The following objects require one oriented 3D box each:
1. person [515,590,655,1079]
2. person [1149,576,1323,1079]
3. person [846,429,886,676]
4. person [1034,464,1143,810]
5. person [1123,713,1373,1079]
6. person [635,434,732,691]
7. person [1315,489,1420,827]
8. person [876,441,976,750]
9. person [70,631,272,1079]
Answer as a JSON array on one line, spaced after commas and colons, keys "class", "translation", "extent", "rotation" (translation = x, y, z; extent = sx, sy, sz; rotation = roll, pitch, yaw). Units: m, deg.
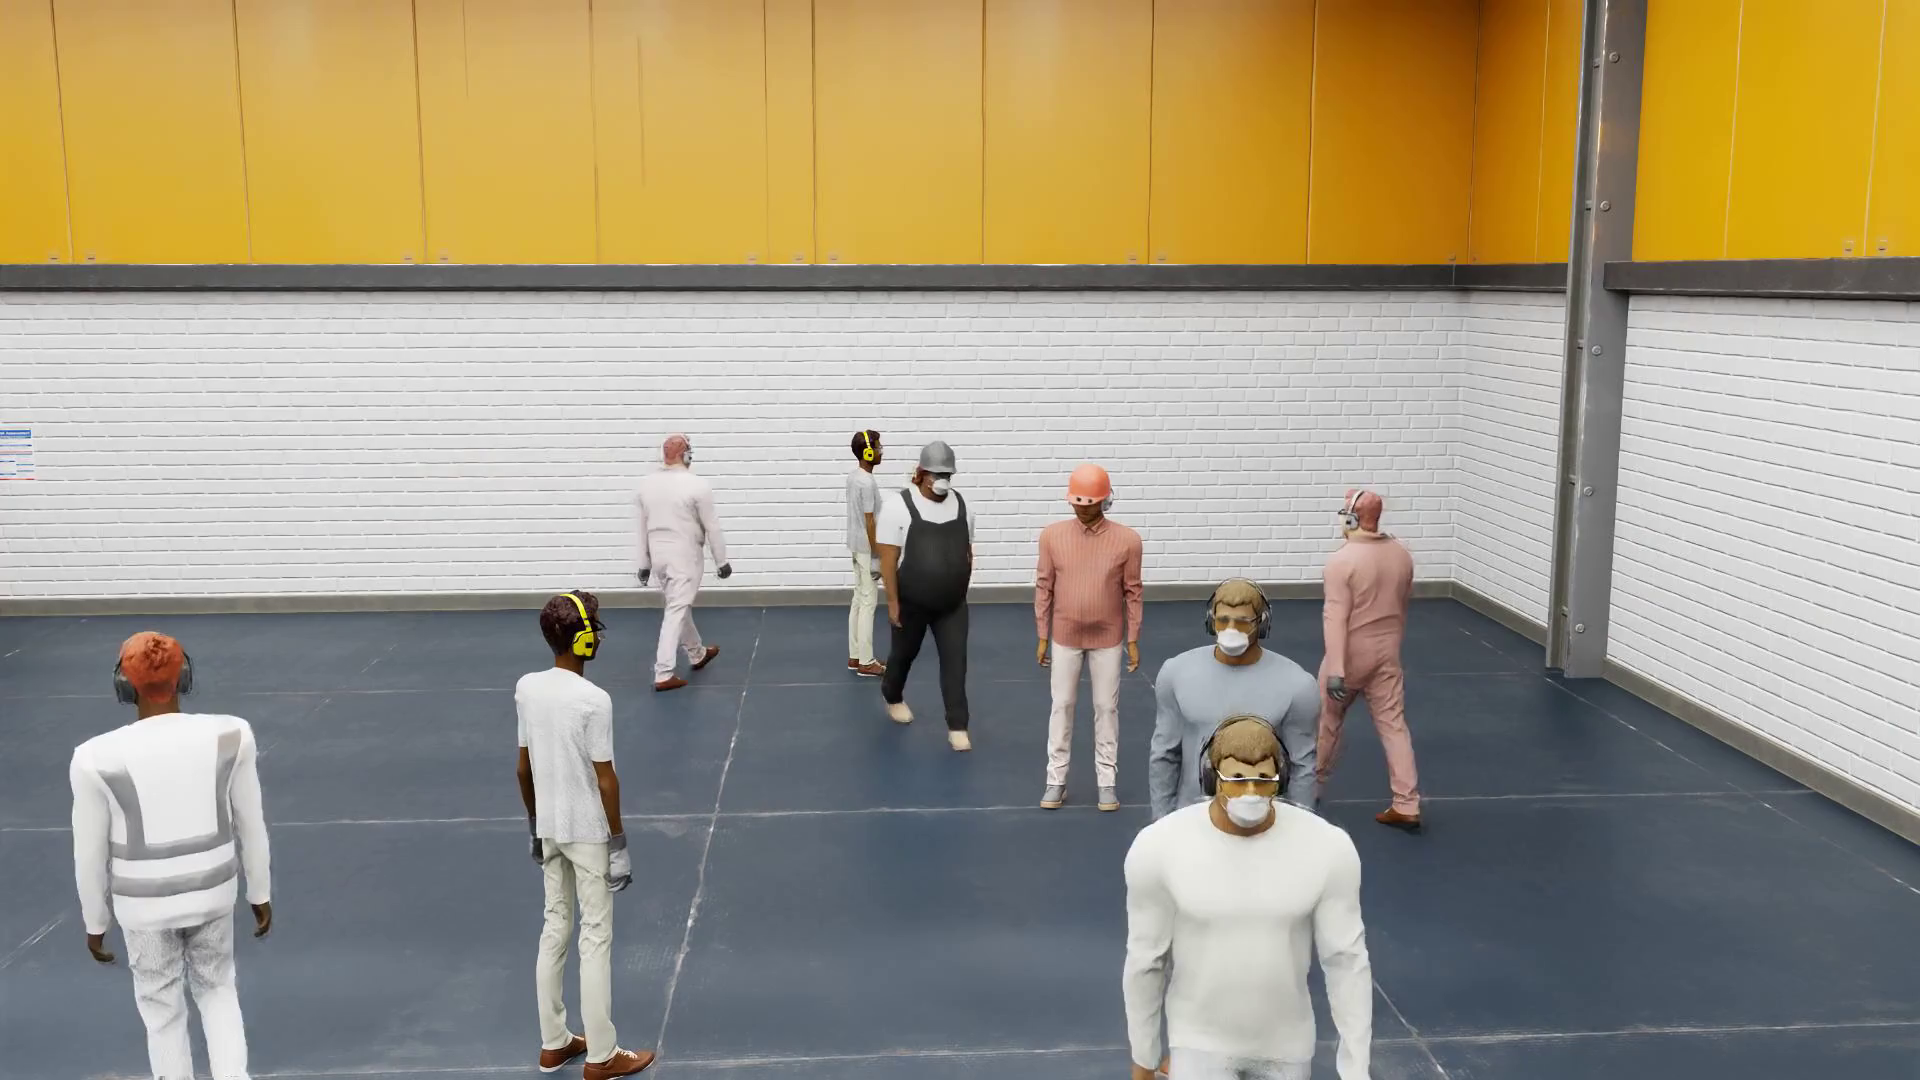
[{"class": "person", "translation": [-1.433, 1.118, 6.269], "extent": [0.509, 1.861, 0.329], "rotation": [6, 11, 33]}, {"class": "person", "translation": [1.006, 1.090, 6.189], "extent": [0.632, 1.940, 0.372], "rotation": [3, 10, 19]}, {"class": "person", "translation": [-0.693, 0.094, 12.647], "extent": [0.328, 1.876, 0.513], "rotation": [-3, 10, -19]}, {"class": "person", "translation": [0.724, 0.552, 9.425], "extent": [0.612, 1.984, 0.401], "rotation": [1, 9, 9]}, {"class": "person", "translation": [0.768, 1.388, 4.482], "extent": [0.648, 1.886, 1.015], "rotation": [0, 9, -2]}, {"class": "person", "translation": [-2.019, 0.145, 12.396], "extent": [0.648, 1.857, 0.979], "rotation": [6, 11, 31]}, {"class": "person", "translation": [2.221, 0.639, 9.284], "extent": [0.663, 1.855, 1.024], "rotation": [-5, 10, -30]}, {"class": "person", "translation": [-0.238, 0.289, 10.904], "extent": [0.694, 2.000, 0.991], "rotation": [-3, 10, -21]}, {"class": "person", "translation": [-2.607, 1.226, 5.560], "extent": [0.592, 1.870, 0.475], "rotation": [-7, 12, -38]}]
